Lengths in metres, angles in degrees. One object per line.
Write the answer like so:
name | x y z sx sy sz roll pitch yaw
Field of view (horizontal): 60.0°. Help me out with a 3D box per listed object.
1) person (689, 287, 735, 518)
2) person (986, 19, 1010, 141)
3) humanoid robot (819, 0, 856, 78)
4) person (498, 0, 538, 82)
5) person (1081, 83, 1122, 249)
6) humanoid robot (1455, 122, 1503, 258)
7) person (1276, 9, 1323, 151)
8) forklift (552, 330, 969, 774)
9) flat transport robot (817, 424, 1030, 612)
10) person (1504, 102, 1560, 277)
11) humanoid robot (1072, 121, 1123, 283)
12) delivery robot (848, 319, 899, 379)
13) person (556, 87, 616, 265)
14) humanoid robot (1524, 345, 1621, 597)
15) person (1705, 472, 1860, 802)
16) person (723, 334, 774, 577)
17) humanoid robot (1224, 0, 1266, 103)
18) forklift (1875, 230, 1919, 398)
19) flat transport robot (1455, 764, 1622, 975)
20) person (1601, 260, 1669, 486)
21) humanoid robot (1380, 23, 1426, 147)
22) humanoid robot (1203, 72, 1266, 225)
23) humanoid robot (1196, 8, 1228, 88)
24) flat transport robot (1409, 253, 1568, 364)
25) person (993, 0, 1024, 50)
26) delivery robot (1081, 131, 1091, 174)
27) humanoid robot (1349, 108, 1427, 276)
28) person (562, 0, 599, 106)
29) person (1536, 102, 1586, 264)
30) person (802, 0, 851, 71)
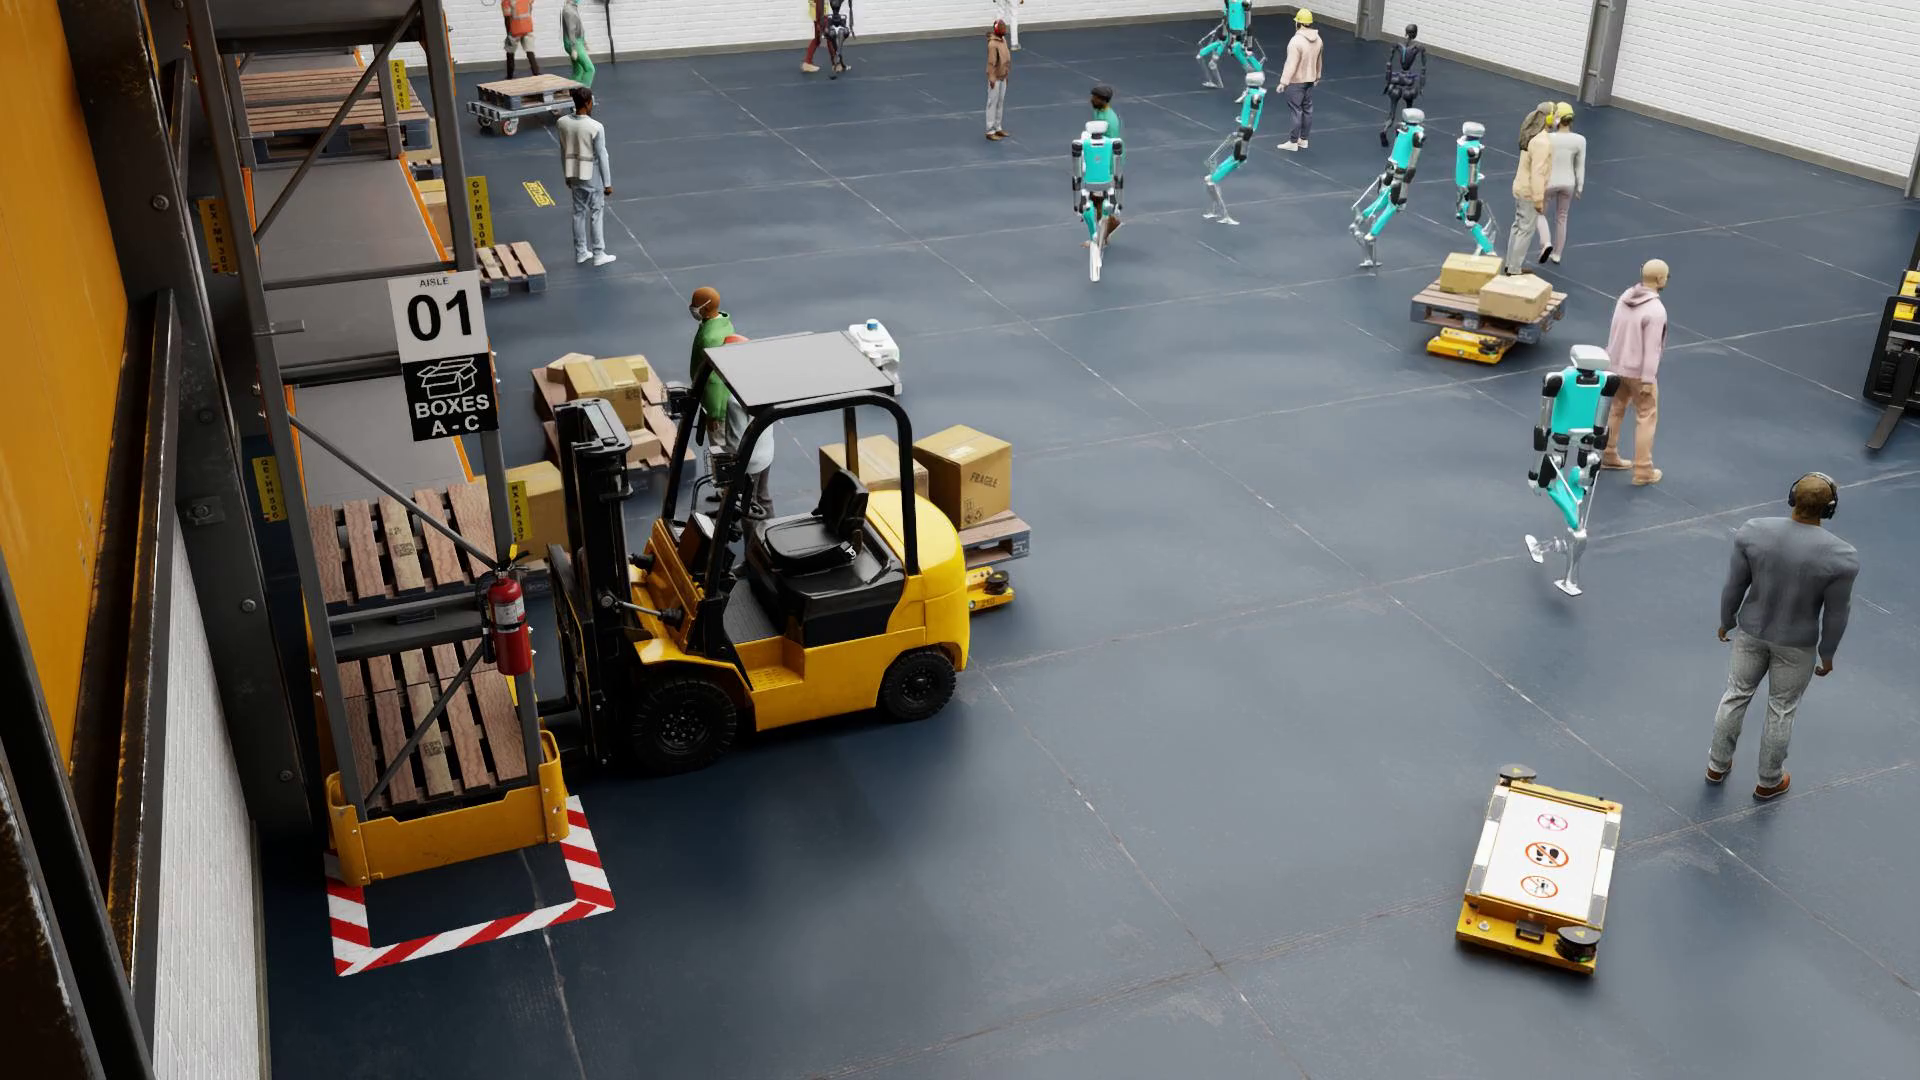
person | -1.797 -1.024 12.354 0.389 1.778 0.531 0 27 0
person | 0.515 -6.447 23.266 0.310 1.650 0.470 13 30 24
humanoid robot | -2.008 -8.404 27.212 0.602 1.618 0.790 1 27 2
person | -6.966 -8.003 26.065 0.603 1.928 0.892 -24 35 -39
person | 1.580 -4.154 18.500 0.453 1.834 0.518 -5 27 -10
humanoid robot | 5.360 -3.392 17.108 0.674 1.791 0.567 1 27 1
person | 4.653 -6.259 22.657 0.807 1.868 0.409 -22 34 -36
forklift | -1.094 0.010 9.831 2.313 2.155 1.214 -10 28 -20
flat transport robot | -0.255 0.131 11.728 0.659 0.231 1.431 -13 29 -24
person | 5.994 -3.665 17.504 0.390 1.870 0.566 4 27 8
humanoid robot | 1.434 -3.583 17.513 0.558 1.754 1.046 1 27 2
delivery robot | -0.792 -1.700 15.068 0.499 0.611 0.800 -7 27 -13
person | -4.035 -3.912 17.949 0.598 1.909 0.400 11 29 21
humanoid robot | 4.157 -0.413 11.176 0.560 1.735 1.035 -4 27 -9
person | 4.459 0.528 9.081 0.632 1.937 0.354 21 34 36
person | -1.476 -0.586 11.516 0.351 1.739 0.572 8 28 15
humanoid robot | 4.448 -7.533 25.408 0.876 1.853 0.552 -16 31 -28
forklift | 9.029 -2.397 14.618 1.214 2.155 2.313 18 32 32
flat transport robot | 3.039 1.678 8.650 0.659 0.231 1.431 12 29 22
person | 5.258 -1.314 12.930 0.508 1.770 0.536 -8 28 -16
humanoid robot | 6.092 -6.268 22.915 0.601 1.623 0.699 18 32 31
humanoid robot | 3.104 -4.544 19.408 0.811 1.792 0.546 3 27 5
humanoid robot | 4.029 -7.970 26.257 0.821 1.813 0.530 8 28 16
flat transport robot | 5.070 -2.045 16.055 0.659 0.231 1.431 17 31 30
person | 0.845 -9.609 29.303 0.582 1.882 0.338 8 28 15
delivery robot | 1.775 -5.159 21.944 0.499 0.607 0.808 1 27 2
humanoid robot | 4.481 -3.672 17.694 0.752 1.787 0.531 -5 27 -10
person | -5.718 -7.460 25.070 0.503 1.834 0.550 -6 27 -12
person | 6.448 -3.812 17.917 0.568 1.742 0.526 0 27 1
person | -2.272 -8.646 27.540 0.803 1.740 0.471 -8 28 -15
